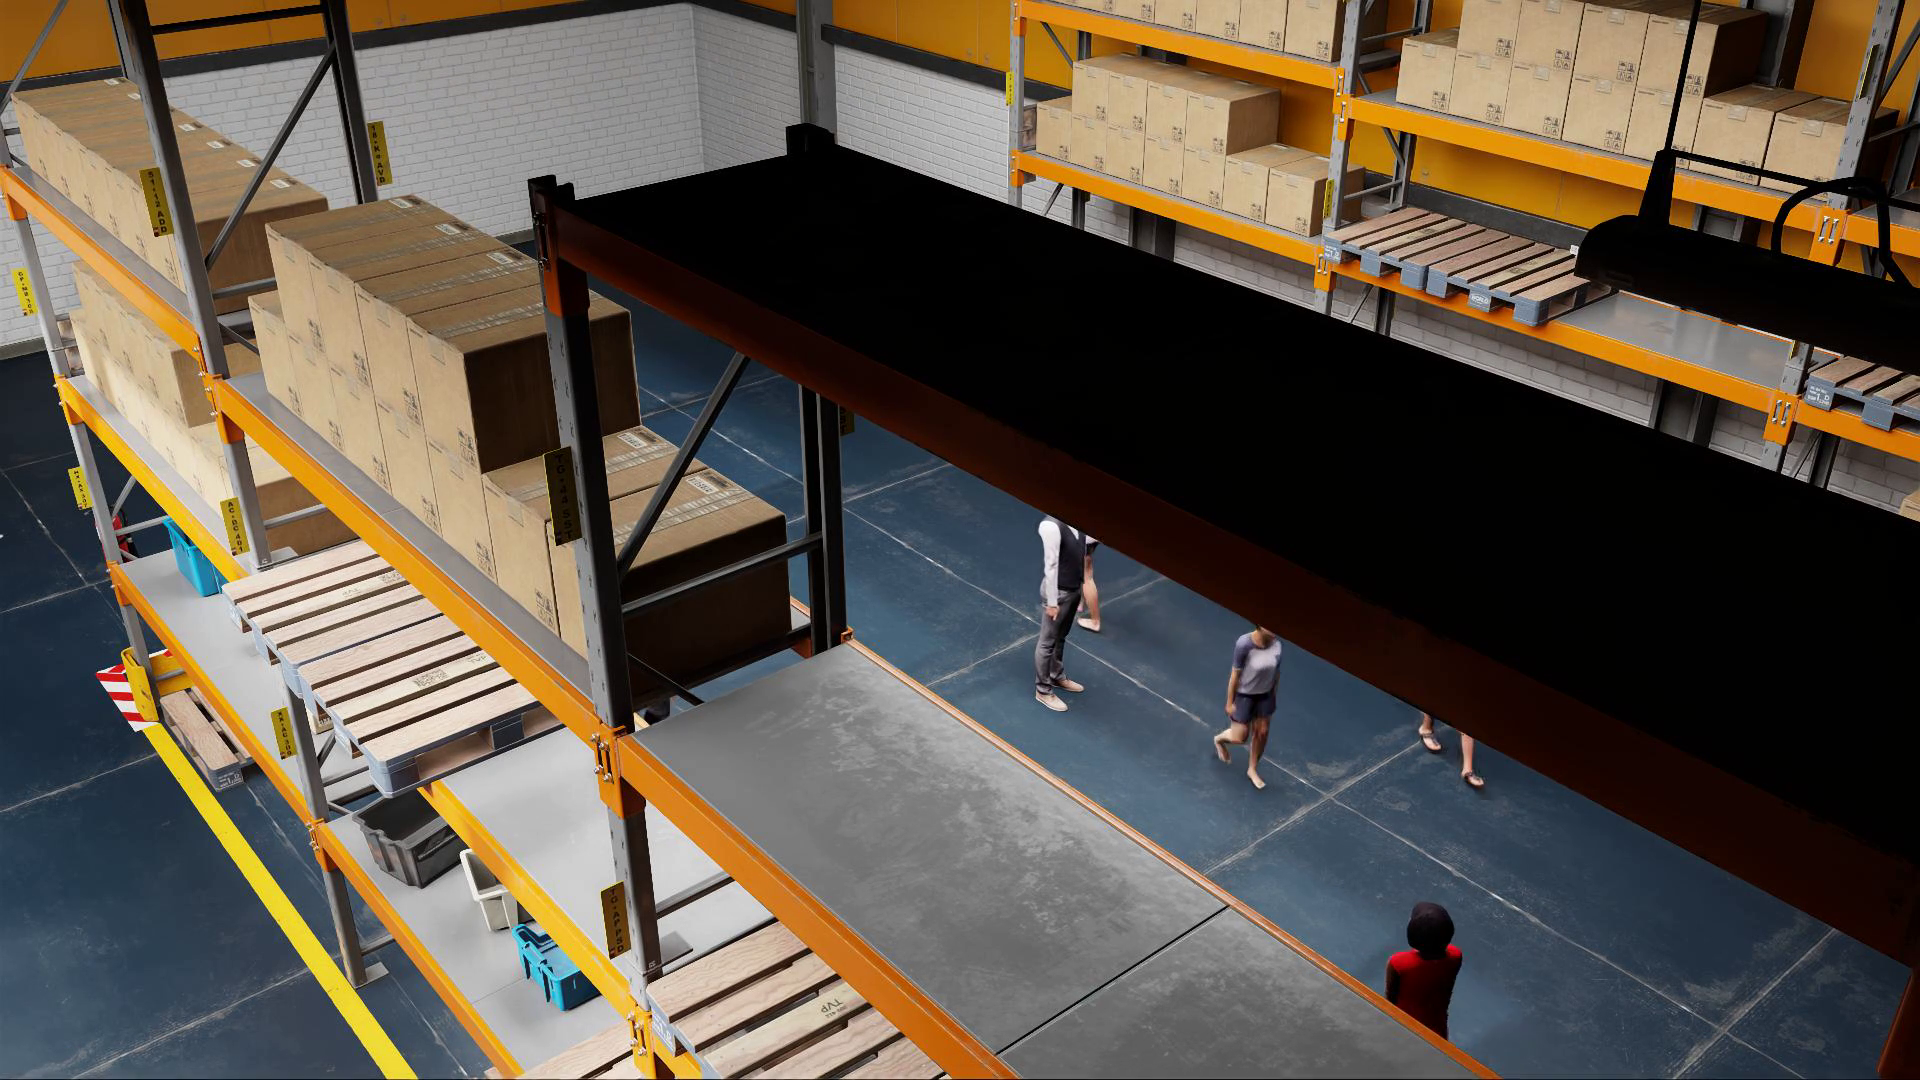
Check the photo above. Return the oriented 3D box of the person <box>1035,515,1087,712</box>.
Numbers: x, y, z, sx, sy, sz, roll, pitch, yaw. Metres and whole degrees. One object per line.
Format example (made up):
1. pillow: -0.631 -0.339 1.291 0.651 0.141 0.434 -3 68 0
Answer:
1. person: 0.775 0.359 12.750 0.676 1.938 0.725 16 32 27

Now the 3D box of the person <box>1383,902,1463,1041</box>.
1. person: 2.432 2.666 8.756 0.956 1.712 1.112 -3 29 -5

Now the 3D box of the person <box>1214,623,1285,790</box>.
1. person: 2.050 1.059 11.878 0.697 1.545 0.812 -13 31 -23
